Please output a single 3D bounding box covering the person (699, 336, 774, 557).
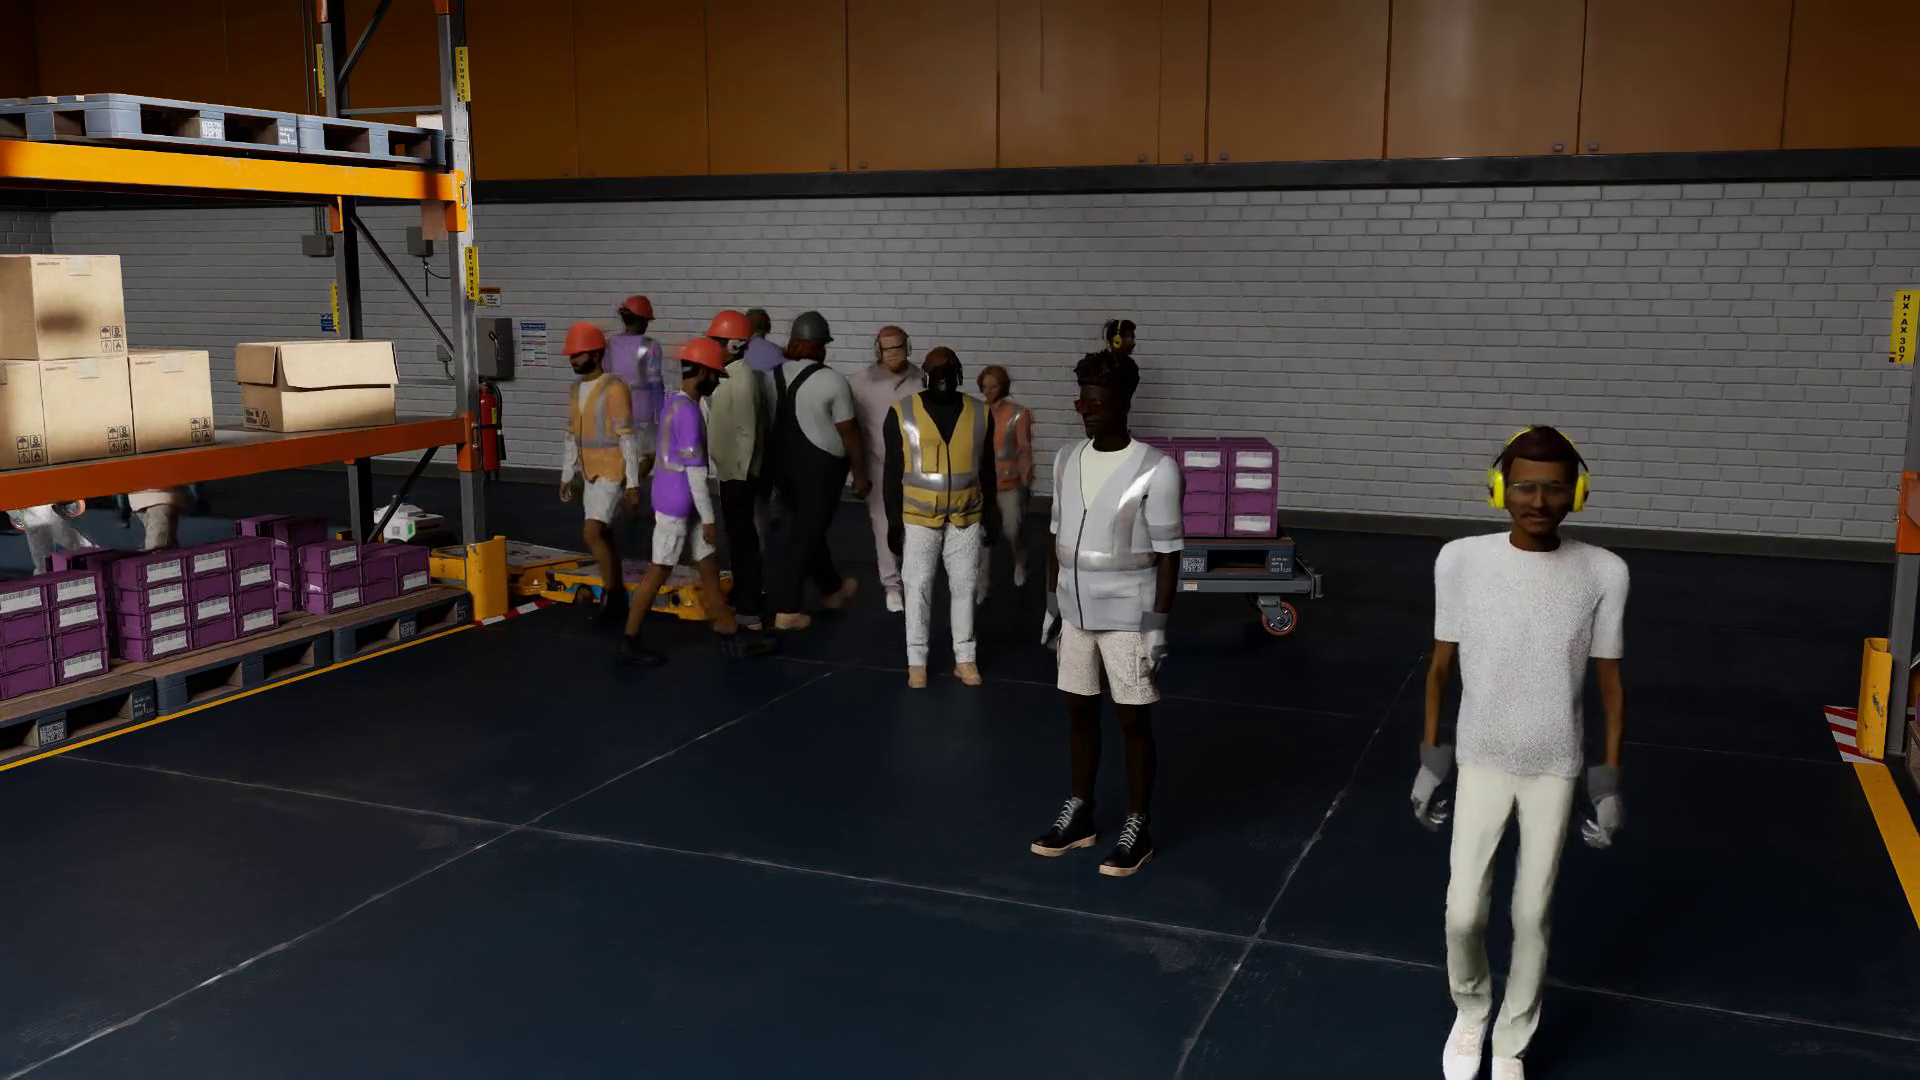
[{"bbox_3d":[-1.454,-0.485,11.136,0.673,1.856,0.583,-1,9,-5],"label":"person"}]

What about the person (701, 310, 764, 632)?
[{"bbox_3d":[-1.407,-0.429,10.376,0.375,1.997,0.611,-3,10,-16],"label":"person"}]

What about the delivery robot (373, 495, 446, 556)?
[{"bbox_3d":[-4.179,-0.097,12.437,0.707,0.478,0.477,7,12,37],"label":"delivery robot"}]

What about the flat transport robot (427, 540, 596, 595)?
[{"bbox_3d":[-3.250,0.179,11.905,1.431,0.197,0.652,8,12,39],"label":"flat transport robot"}]

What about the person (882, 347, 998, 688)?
[{"bbox_3d":[-0.102,-0.114,8.976,0.643,1.839,0.430,-2,10,-12],"label":"person"}]

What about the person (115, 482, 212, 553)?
[{"bbox_3d":[-5.000,-0.221,10.343,0.508,1.592,0.894,3,10,20],"label":"person"}]

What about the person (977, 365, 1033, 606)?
[{"bbox_3d":[0.277,-0.389,11.307,0.523,1.616,0.696,3,10,20],"label":"person"}]

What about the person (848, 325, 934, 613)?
[{"bbox_3d":[-0.419,-0.454,10.851,0.646,1.889,0.427,-2,10,-11],"label":"person"}]

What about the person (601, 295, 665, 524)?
[{"bbox_3d":[-2.875,-1.102,14.400,0.670,2.017,0.660,4,10,21],"label":"person"}]

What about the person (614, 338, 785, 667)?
[{"bbox_3d":[-1.514,-0.197,9.362,0.990,1.859,0.557,-1,9,-8],"label":"person"}]

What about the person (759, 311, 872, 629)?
[{"bbox_3d":[-0.922,-0.487,10.594,0.688,2.000,1.040,7,12,37],"label":"person"}]

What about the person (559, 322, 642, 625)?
[{"bbox_3d":[-2.302,-0.409,10.492,0.515,1.915,0.568,-9,13,-43],"label":"person"}]

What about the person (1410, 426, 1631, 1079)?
[{"bbox_3d":[1.484,0.622,4.415,0.548,1.859,0.385,2,10,14],"label":"person"}]

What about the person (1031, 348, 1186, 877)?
[{"bbox_3d":[0.550,0.267,6.244,0.600,1.967,0.368,9,13,43],"label":"person"}]

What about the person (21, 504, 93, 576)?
[{"bbox_3d":[-6.337,-0.525,11.495,0.511,1.822,0.666,-4,10,-23],"label":"person"}]

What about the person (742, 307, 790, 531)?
[{"bbox_3d":[-1.724,-1.018,14.153,0.653,1.922,0.489,2,10,13],"label":"person"}]

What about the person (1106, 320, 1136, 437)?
[{"bbox_3d":[1.355,-0.825,13.270,0.870,1.838,0.517,3,10,16],"label":"person"}]

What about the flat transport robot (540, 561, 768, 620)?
[{"bbox_3d":[-2.048,0.314,11.088,1.431,0.197,0.652,6,11,31],"label":"flat transport robot"}]
